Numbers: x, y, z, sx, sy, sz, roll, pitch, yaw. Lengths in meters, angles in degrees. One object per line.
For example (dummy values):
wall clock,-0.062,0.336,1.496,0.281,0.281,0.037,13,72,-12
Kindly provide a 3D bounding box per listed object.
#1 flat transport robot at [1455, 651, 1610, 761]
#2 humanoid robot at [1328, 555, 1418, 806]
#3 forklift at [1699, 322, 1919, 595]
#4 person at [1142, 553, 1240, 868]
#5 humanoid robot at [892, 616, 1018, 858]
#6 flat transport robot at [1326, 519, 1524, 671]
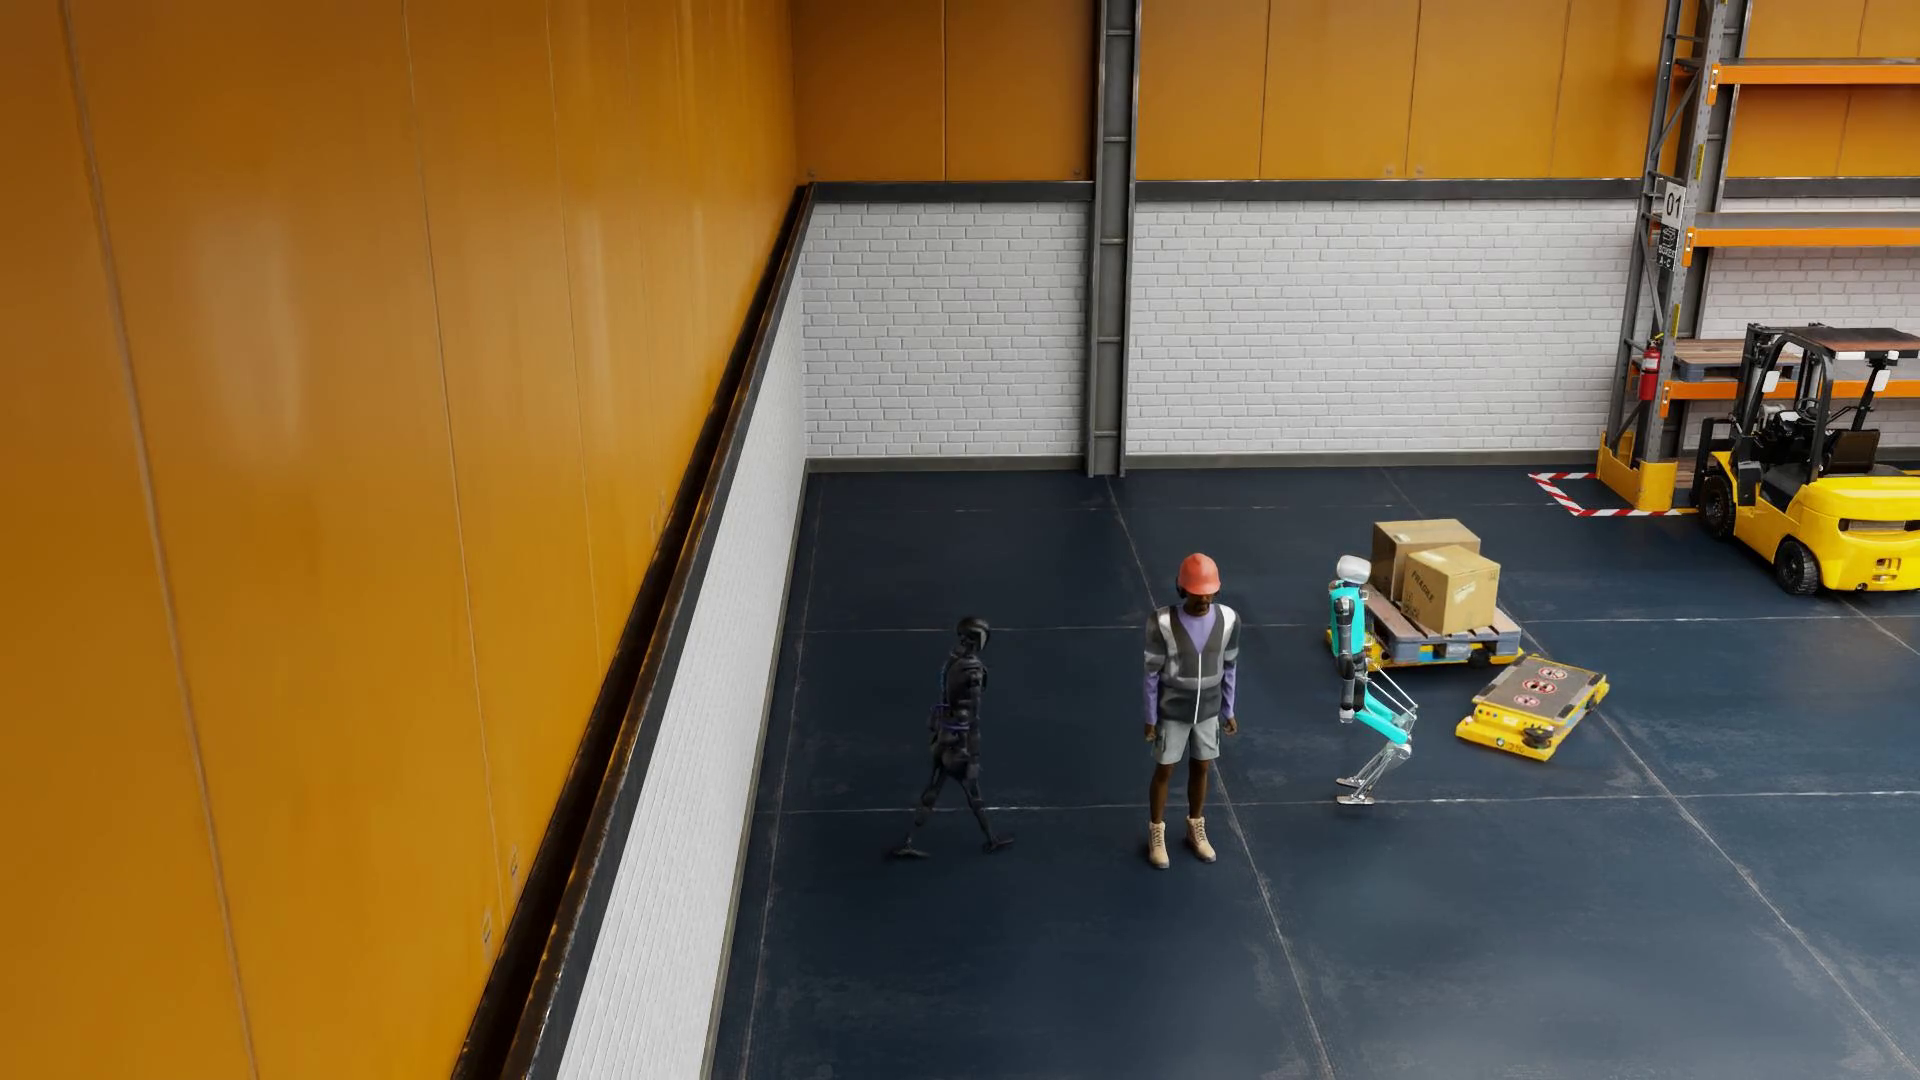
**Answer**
flat transport robot,4.249,1.208,12.277,0.659,0.231,1.431,15,25,35
humanoid robot,2.701,0.928,10.718,0.735,1.680,0.533,6,21,15
forklift,7.809,-0.792,14.926,1.214,2.155,2.313,-1,20,-2
person,1.411,1.040,10.175,0.604,2.045,0.379,-4,21,-11
humanoid robot,-0.031,1.230,10.266,0.804,1.620,0.612,-7,21,-18
flat transport robot,3.738,0.808,13.360,1.431,0.231,0.659,-3,20,-7
